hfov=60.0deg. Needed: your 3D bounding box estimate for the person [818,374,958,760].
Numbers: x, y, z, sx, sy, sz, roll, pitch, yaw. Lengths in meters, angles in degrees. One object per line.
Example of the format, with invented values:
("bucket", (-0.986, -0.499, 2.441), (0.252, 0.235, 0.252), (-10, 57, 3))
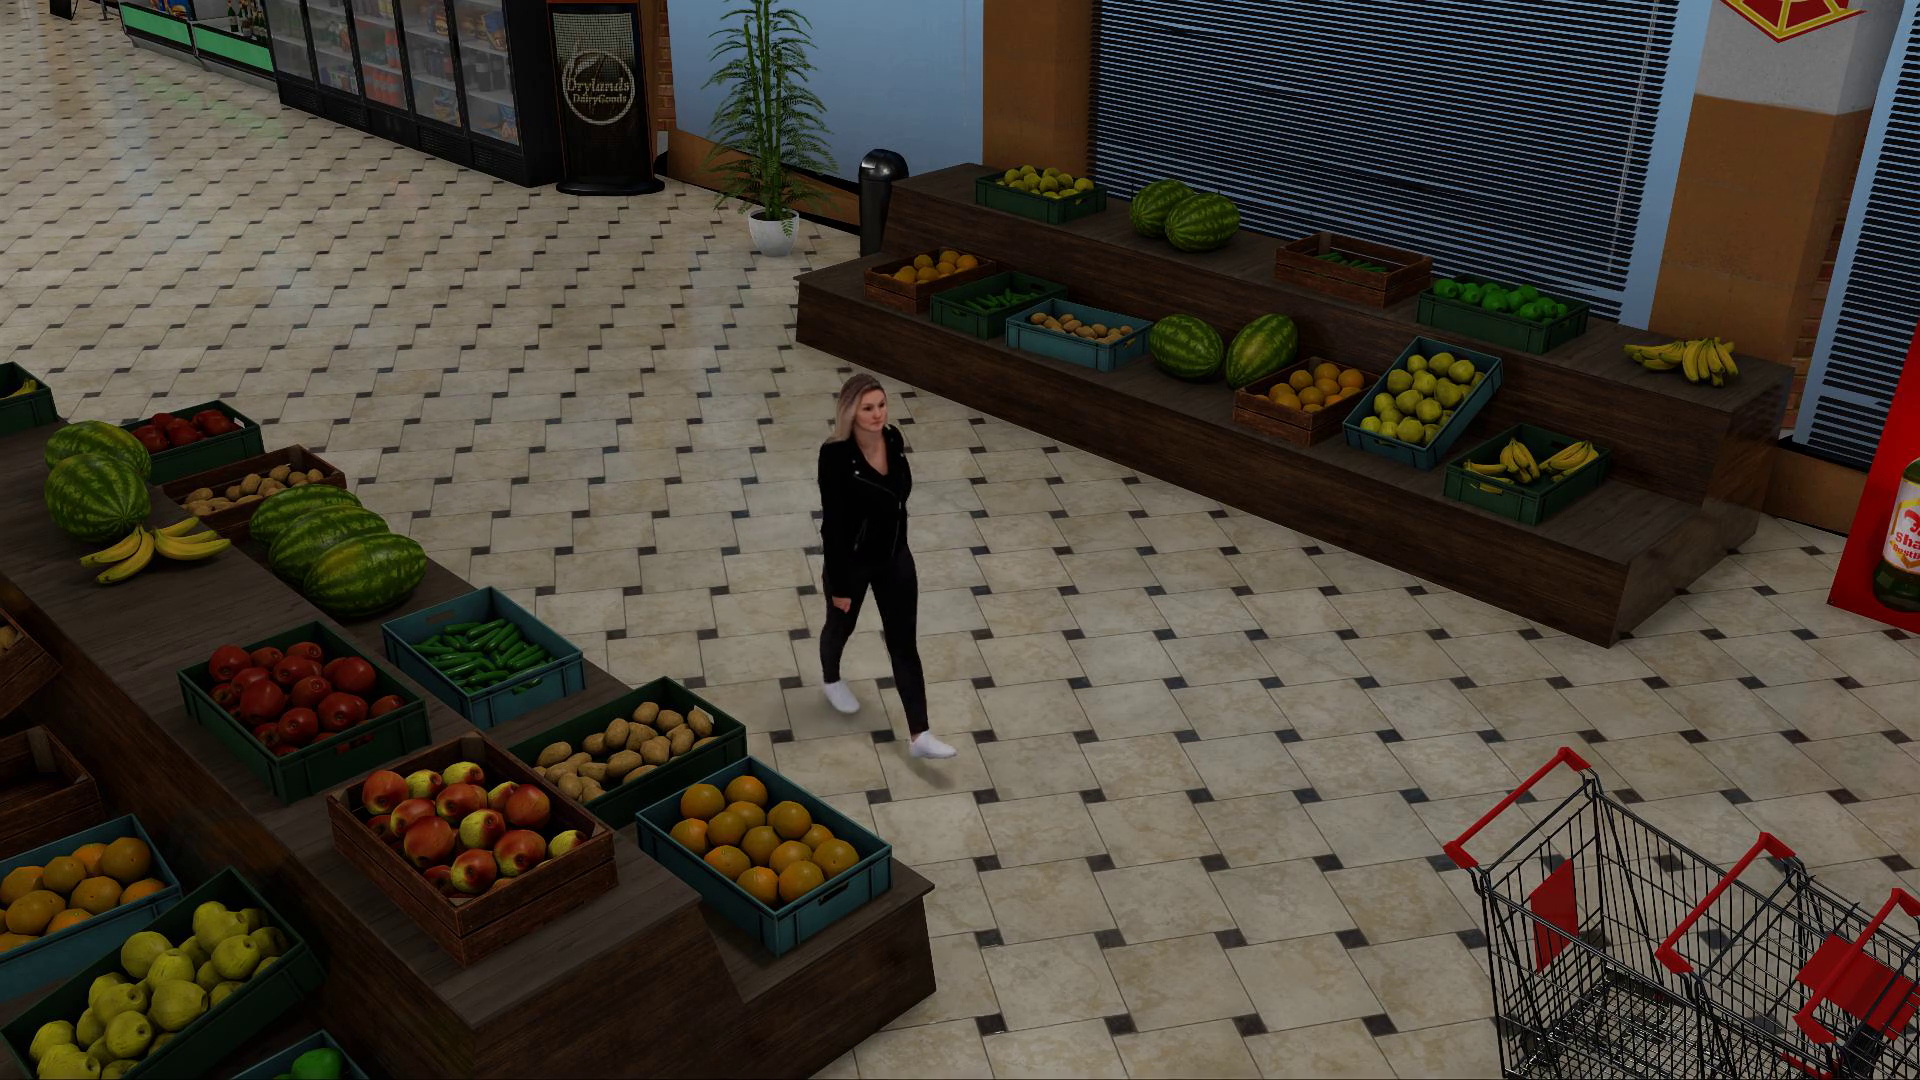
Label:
("person", (-0.447, 0.094, 6.949), (0.733, 1.637, 1.173), (-19, 33, -33))
